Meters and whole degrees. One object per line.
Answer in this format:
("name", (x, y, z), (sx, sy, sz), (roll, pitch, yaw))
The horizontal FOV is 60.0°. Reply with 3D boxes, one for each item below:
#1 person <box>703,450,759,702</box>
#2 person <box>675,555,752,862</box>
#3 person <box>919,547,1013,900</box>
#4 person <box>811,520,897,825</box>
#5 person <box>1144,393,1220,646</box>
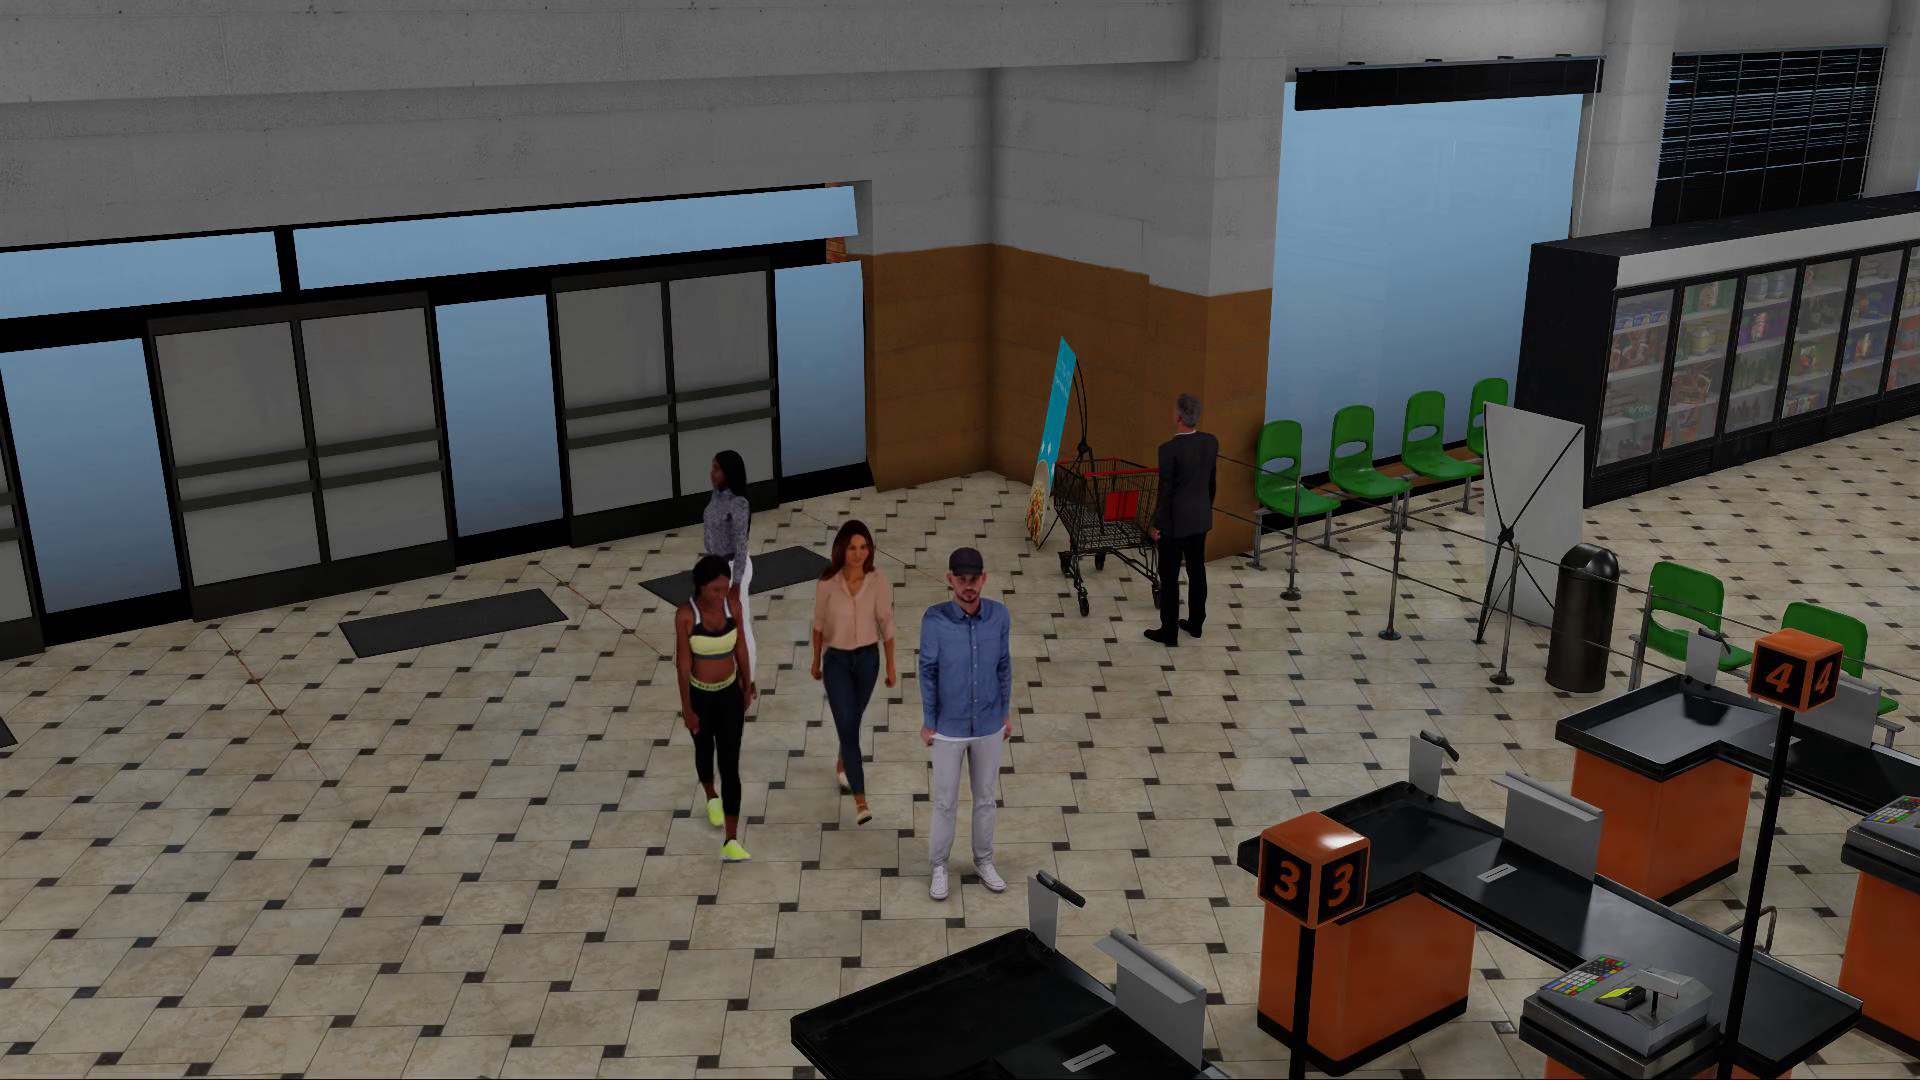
("person", (-1.507, 0.234, 10.949), (0.673, 1.724, 0.488), (-10, 21, -26))
("person", (-1.387, 0.860, 9.135), (0.796, 1.697, 1.167), (-7, 20, -19))
("person", (0.037, 0.934, 8.617), (0.726, 1.888, 0.682), (-5, 19, -14))
("person", (-0.640, 0.703, 9.550), (0.896, 1.729, 1.236), (-4, 19, -12))
("person", (1.597, -0.159, 11.930), (0.694, 1.842, 0.572), (-13, 22, -33))
